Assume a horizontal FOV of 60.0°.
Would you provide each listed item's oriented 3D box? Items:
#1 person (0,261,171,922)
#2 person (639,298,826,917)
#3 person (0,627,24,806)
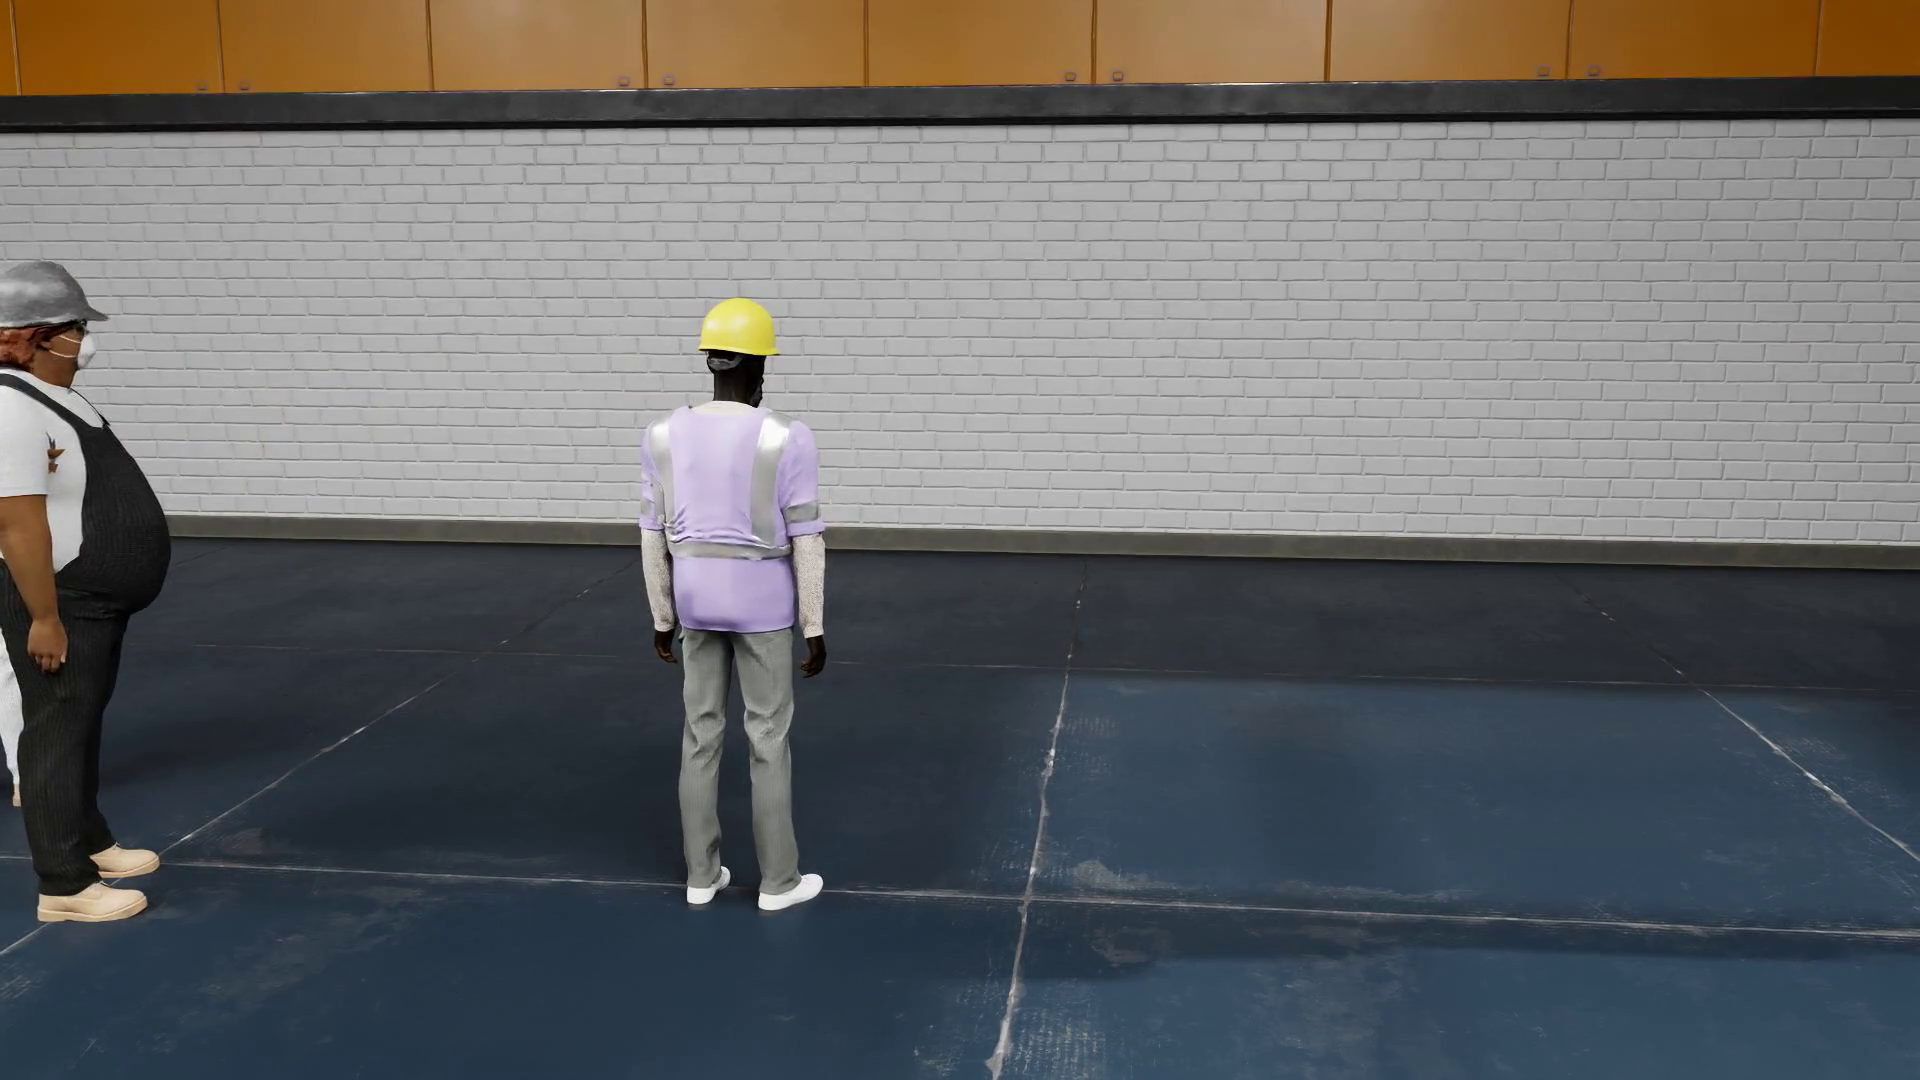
[{"bbox_3d":[-2.769,0.154,5.228,0.539,2.000,0.689,-3,10,-18],"label":"person"},{"bbox_3d":[-0.693,0.214,5.212,0.593,1.924,0.381,3,10,16],"label":"person"},{"bbox_3d":[-3.665,0.085,6.208,0.624,1.840,0.430,1,10,7],"label":"person"}]
